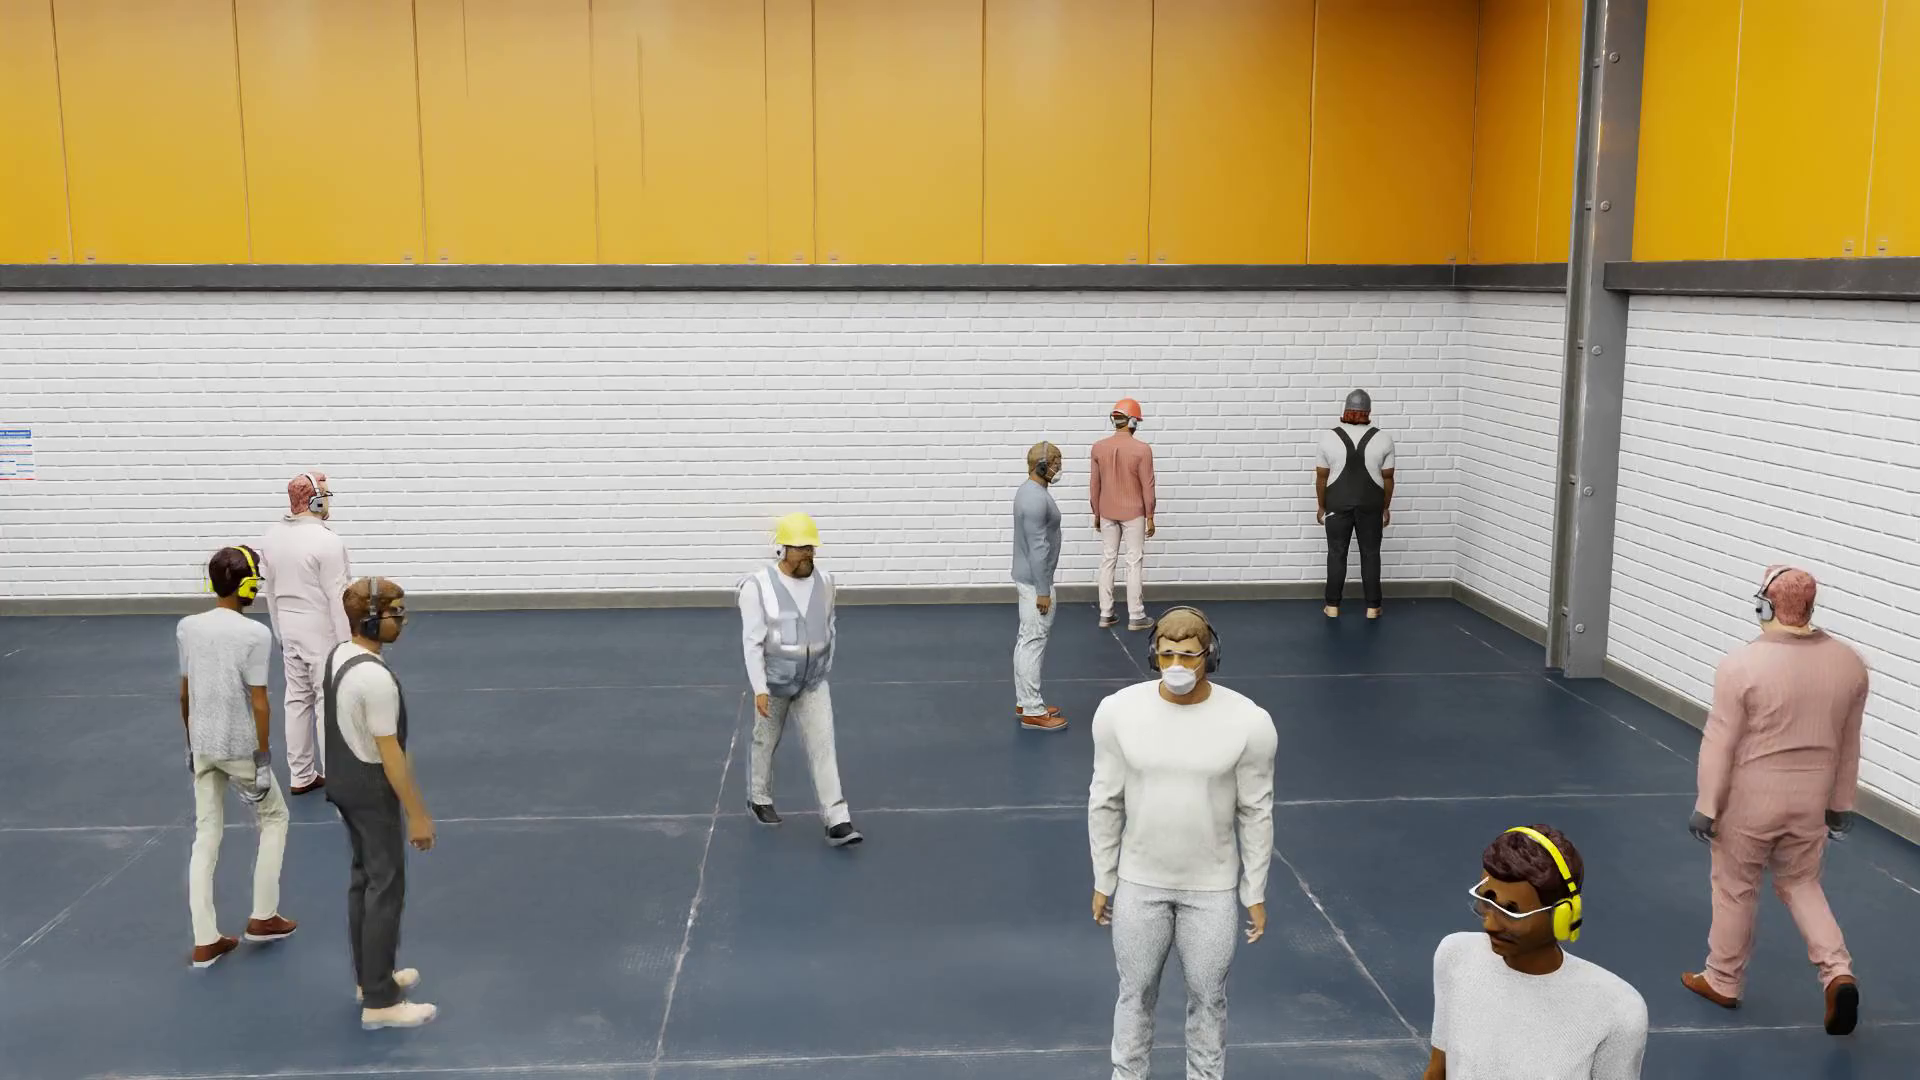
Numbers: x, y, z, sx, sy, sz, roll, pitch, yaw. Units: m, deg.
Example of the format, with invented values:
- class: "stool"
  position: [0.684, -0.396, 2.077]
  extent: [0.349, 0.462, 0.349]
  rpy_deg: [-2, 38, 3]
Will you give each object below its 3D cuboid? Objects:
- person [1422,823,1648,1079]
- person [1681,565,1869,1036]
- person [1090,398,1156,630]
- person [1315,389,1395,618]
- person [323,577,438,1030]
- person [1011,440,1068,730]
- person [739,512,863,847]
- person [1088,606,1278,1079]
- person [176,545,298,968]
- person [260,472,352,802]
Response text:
- class: "person"
  position: [1.228, 1.524, 3.703]
  extent: [0.518, 1.865, 0.329]
  rpy_deg: [8, 12, 41]
- class: "person"
  position: [3.284, 1.039, 6.674]
  extent: [0.667, 1.888, 0.738]
  rpy_deg: [-1, 9, -9]
- class: "person"
  position: [1.411, -0.222, 14.285]
  extent: [0.611, 1.985, 0.393]
  rpy_deg: [6, 11, 33]
- class: "person"
  position: [3.496, -0.328, 14.777]
  extent: [0.683, 2.000, 0.536]
  rpy_deg: [2, 9, 13]
- class: "person"
  position: [-2.365, 1.056, 6.759]
  extent: [0.373, 1.831, 0.576]
  rpy_deg: [-7, 11, -38]
- class: "person"
  position: [0.528, 0.297, 11.179]
  extent: [0.372, 1.938, 0.627]
  rpy_deg: [0, 9, -3]
- class: "person"
  position: [-0.884, 0.739, 8.902]
  extent: [0.595, 1.783, 0.943]
  rpy_deg: [-5, 11, -30]
- class: "person"
  position: [0.747, 1.174, 5.667]
  extent: [0.629, 1.940, 0.379]
  rpy_deg: [2, 9, 13]
- class: "person"
  position: [-3.249, 0.942, 7.429]
  extent: [0.548, 1.836, 0.662]
  rpy_deg: [2, 9, 11]
- class: "person"
  position: [-3.715, 0.556, 9.641]
  extent: [0.639, 1.910, 0.407]
  rpy_deg: [5, 10, 30]
